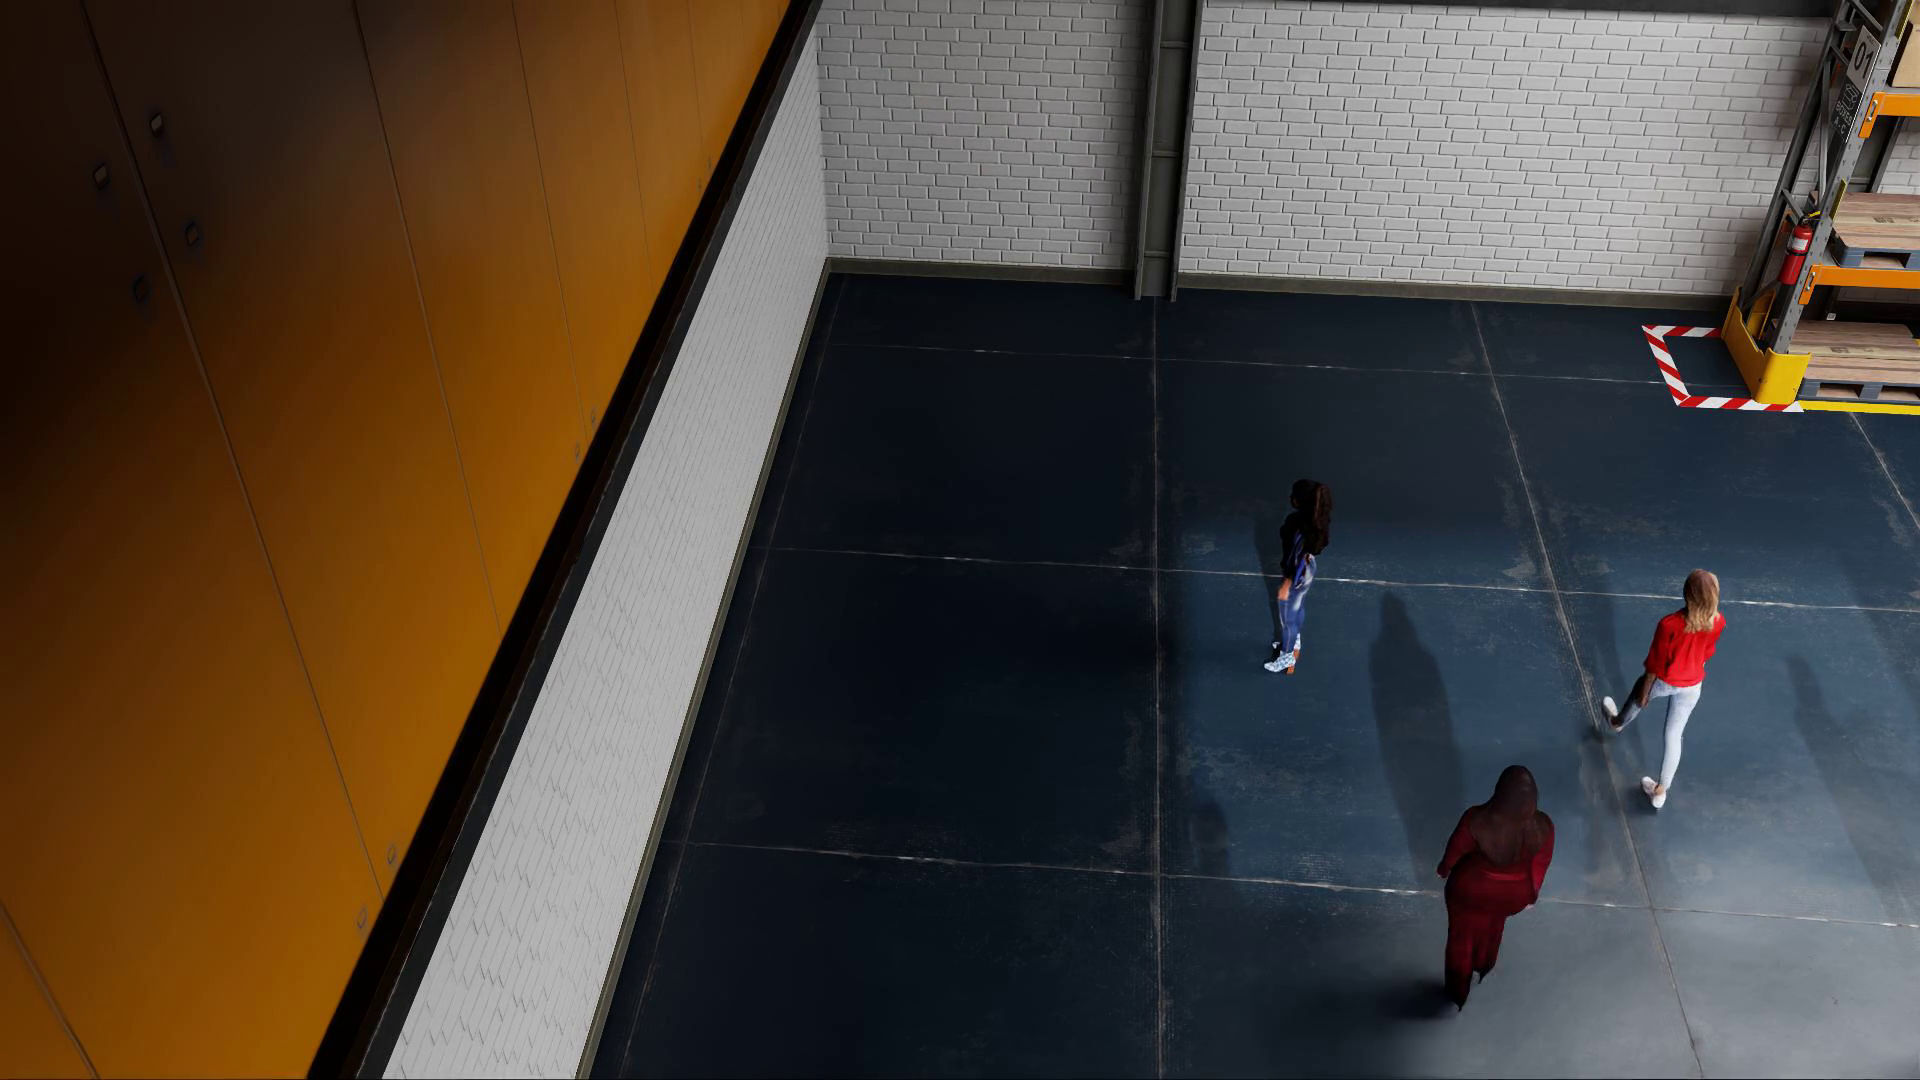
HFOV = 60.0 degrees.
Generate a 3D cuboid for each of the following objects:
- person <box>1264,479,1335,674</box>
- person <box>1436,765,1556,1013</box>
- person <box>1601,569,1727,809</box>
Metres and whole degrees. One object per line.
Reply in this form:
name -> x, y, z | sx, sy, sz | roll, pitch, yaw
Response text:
person -> 2.302, 0.240, 11.395 | 0.662, 1.618, 0.686 | 16, 41, 19
person -> 2.928, 1.982, 9.116 | 0.651, 1.739, 0.753 | -1, 39, -1
person -> 4.506, 0.966, 10.456 | 1.104, 1.656, 0.837 | -3, 39, -4
